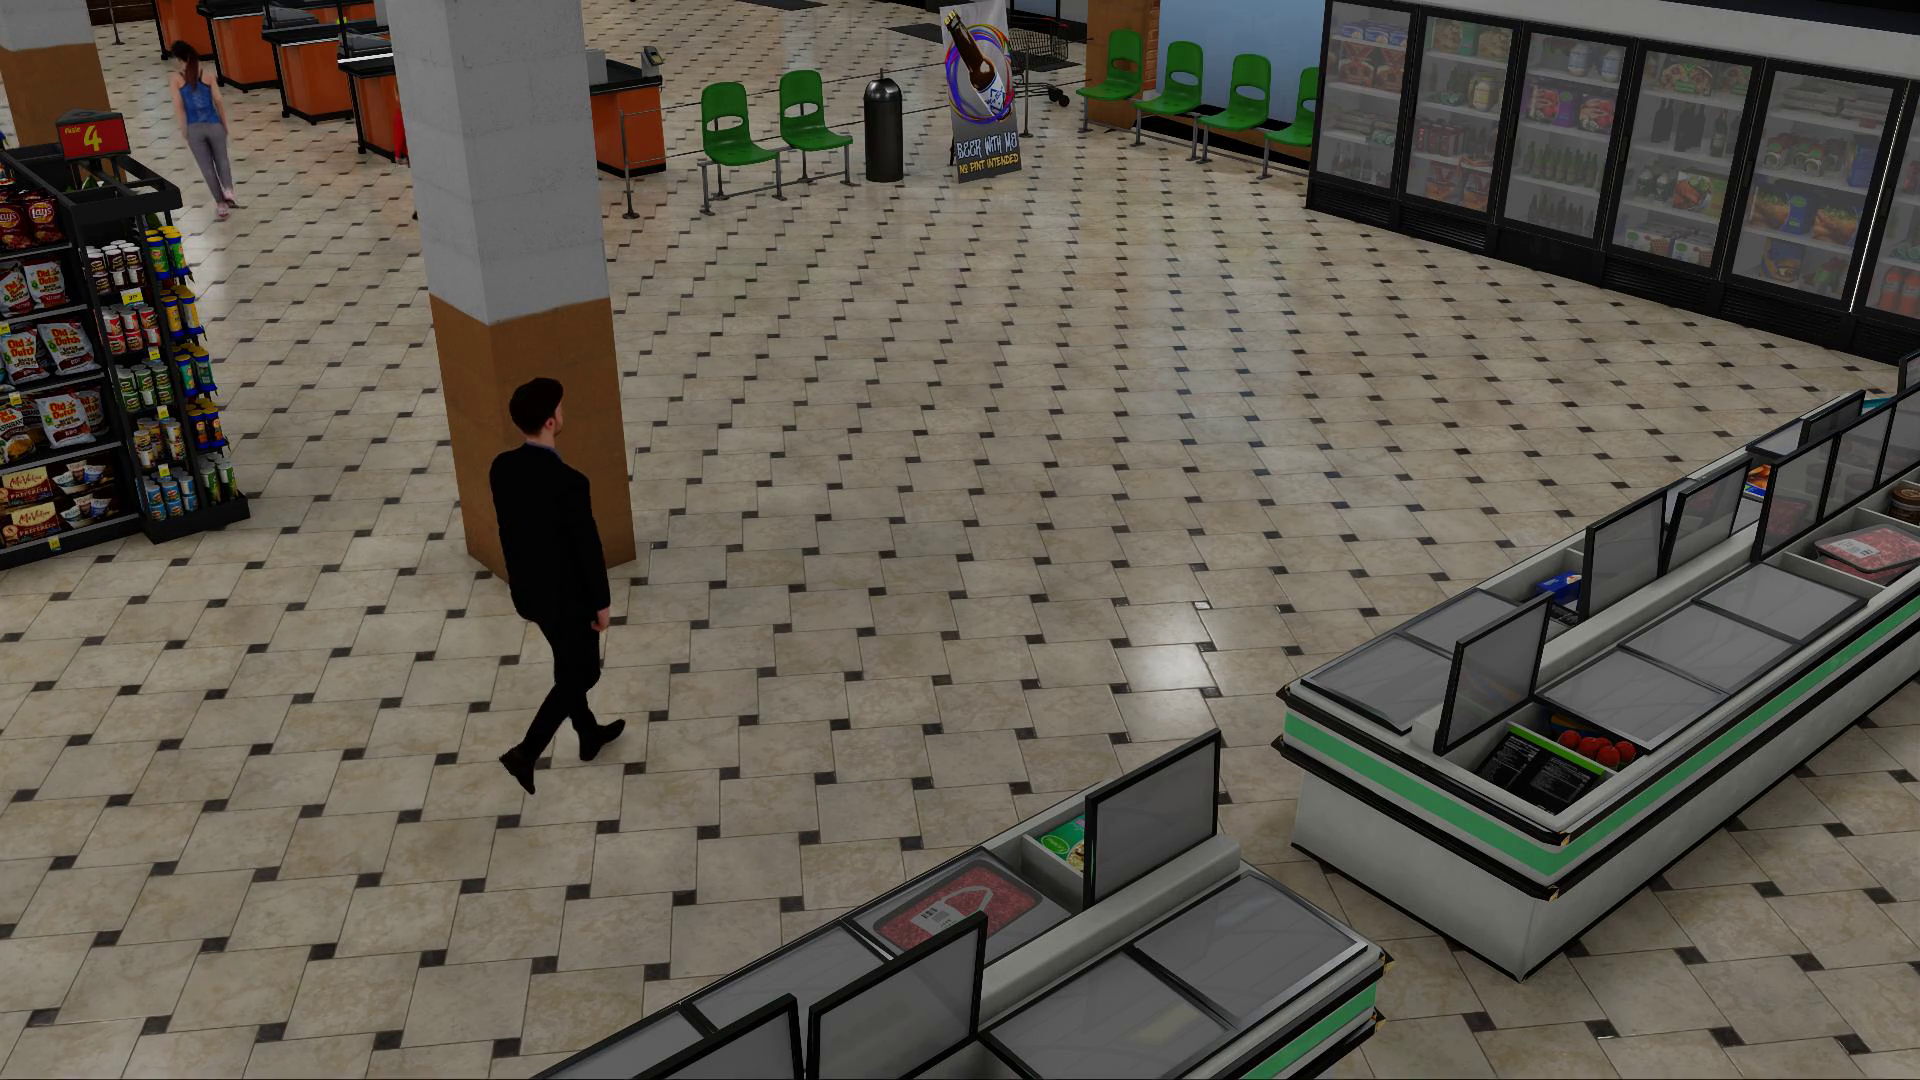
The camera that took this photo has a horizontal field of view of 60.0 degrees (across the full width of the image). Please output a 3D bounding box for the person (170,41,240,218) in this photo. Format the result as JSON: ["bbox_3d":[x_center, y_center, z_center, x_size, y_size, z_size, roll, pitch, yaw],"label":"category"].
[{"bbox_3d":[-6.944,-3.742,15.275,0.616,1.589,0.657,-14,30,-26],"label":"person"}]

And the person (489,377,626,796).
[{"bbox_3d":[-1.777,0.244,7.104,0.928,1.872,1.167,14,30,26],"label":"person"}]
